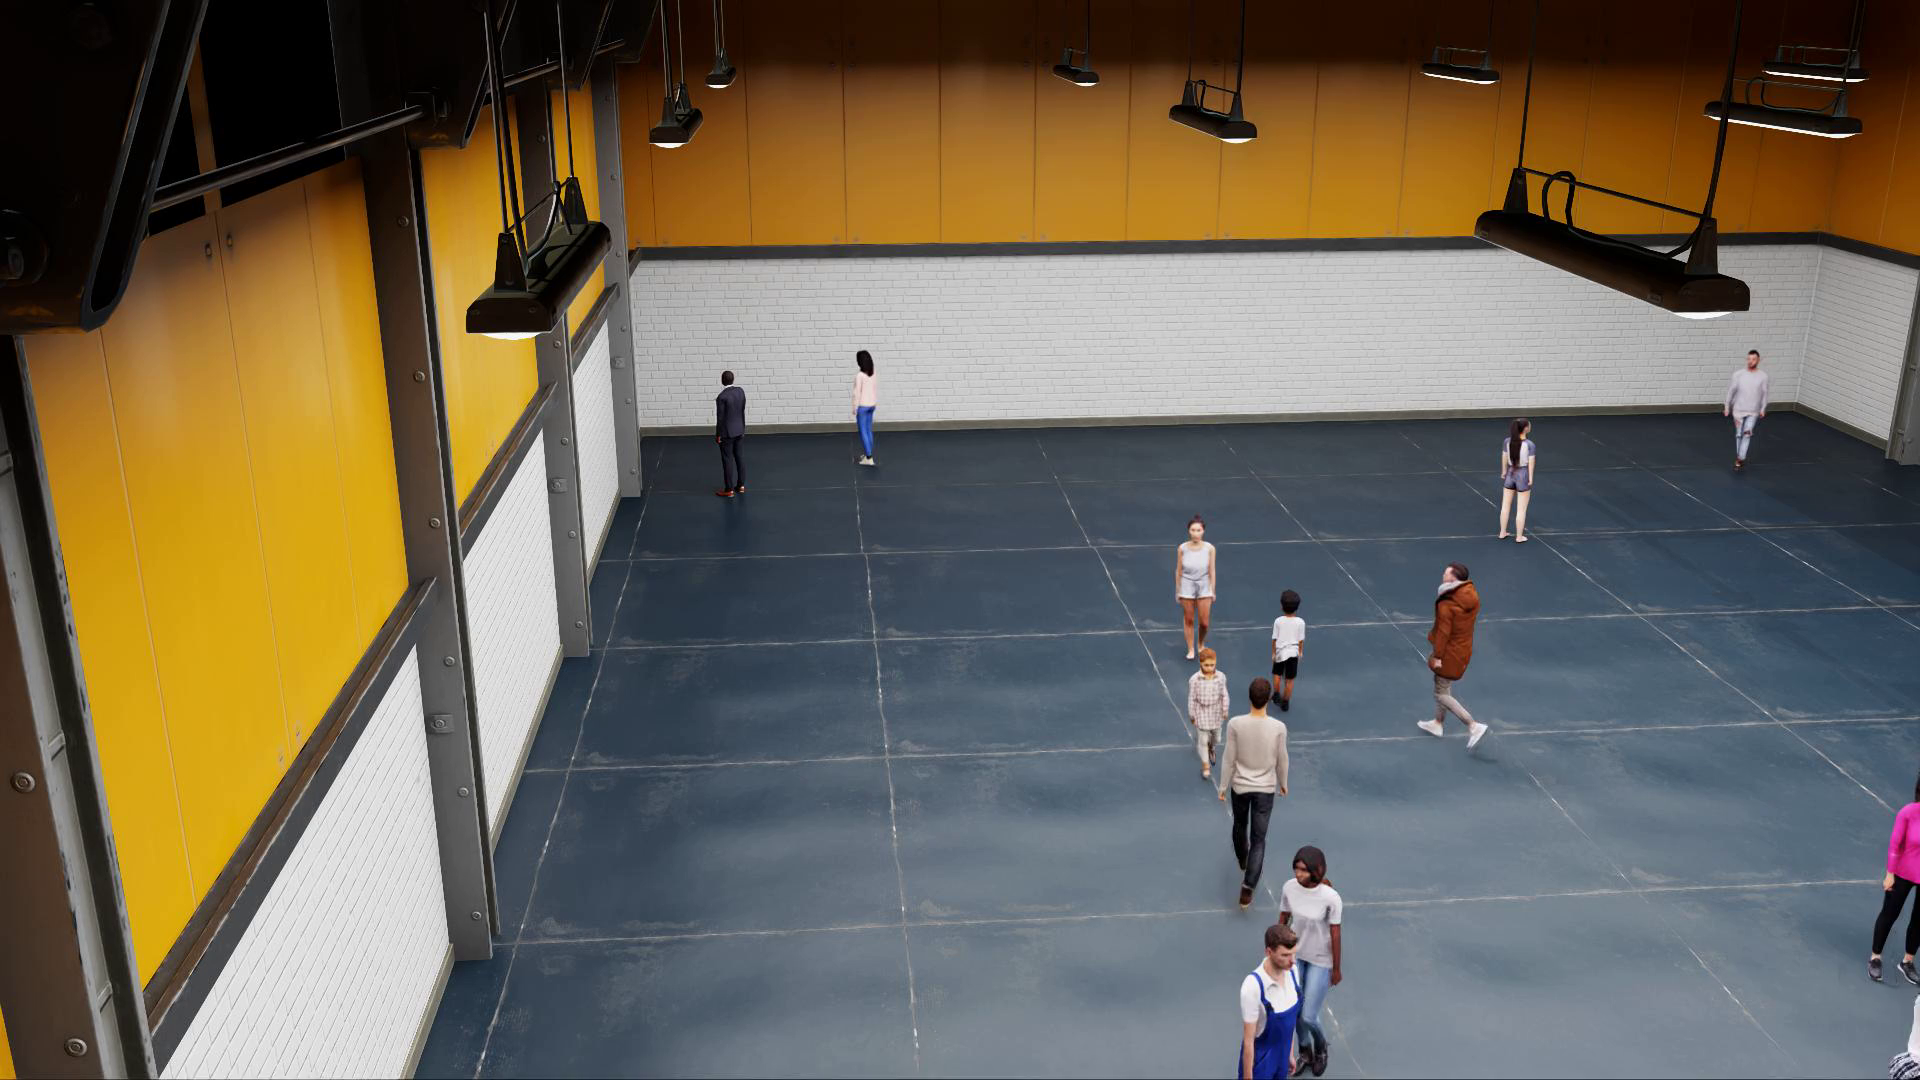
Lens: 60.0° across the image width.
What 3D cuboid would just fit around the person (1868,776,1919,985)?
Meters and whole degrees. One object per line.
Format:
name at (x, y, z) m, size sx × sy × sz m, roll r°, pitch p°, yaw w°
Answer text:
person at (6.998, 2.448, 12.177) m, size 0.647 × 1.699 × 0.641 m, roll 3°, pitch 19°, yaw 10°

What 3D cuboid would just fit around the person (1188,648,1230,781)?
person at (2.287, 1.566, 15.432) m, size 0.559 × 1.293 × 0.671 m, roll -2°, pitch 19°, yaw -5°

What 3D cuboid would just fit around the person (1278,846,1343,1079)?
person at (2.376, 2.795, 11.132) m, size 0.731 × 1.708 × 0.793 m, roll 14°, pitch 23°, yaw 36°

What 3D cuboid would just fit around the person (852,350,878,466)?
person at (-1.425, -2.017, 25.326) m, size 0.856 × 1.769 × 0.797 m, roll 15°, pitch 24°, yaw 38°

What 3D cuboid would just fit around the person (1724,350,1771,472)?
person at (11.892, -1.968, 25.134) m, size 1.109 × 1.799 × 1.216 m, roll 12°, pitch 22°, yaw 31°

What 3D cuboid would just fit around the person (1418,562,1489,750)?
person at (4.775, 1.125, 15.921) m, size 1.067 × 1.817 × 1.165 m, roll -16°, pitch 25°, yaw -40°

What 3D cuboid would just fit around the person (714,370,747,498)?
person at (-3.282, -1.539, 23.821) m, size 0.844 × 1.824 × 0.780 m, roll 15°, pitch 23°, yaw 37°

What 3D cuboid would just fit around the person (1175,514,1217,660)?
person at (2.572, 0.507, 18.095) m, size 0.664 × 1.601 × 0.665 m, roll 4°, pitch 19°, yaw 13°

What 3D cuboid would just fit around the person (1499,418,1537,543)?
person at (7.330, -0.792, 21.877) m, size 0.652 × 1.650 × 0.725 m, roll 17°, pitch 25°, yaw 41°

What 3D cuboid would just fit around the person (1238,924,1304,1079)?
person at (1.840, 3.106, 9.990) m, size 0.725 × 1.849 × 0.755 m, roll -15°, pitch 24°, yaw -38°

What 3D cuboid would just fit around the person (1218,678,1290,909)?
person at (2.331, 2.035, 13.212) m, size 0.971 × 1.822 × 1.283 m, roll 4°, pitch 19°, yaw 12°

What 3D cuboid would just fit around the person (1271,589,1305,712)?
person at (3.308, 1.140, 16.769) m, size 0.520 × 1.248 × 0.552 m, roll 1°, pitch 19°, yaw 3°
